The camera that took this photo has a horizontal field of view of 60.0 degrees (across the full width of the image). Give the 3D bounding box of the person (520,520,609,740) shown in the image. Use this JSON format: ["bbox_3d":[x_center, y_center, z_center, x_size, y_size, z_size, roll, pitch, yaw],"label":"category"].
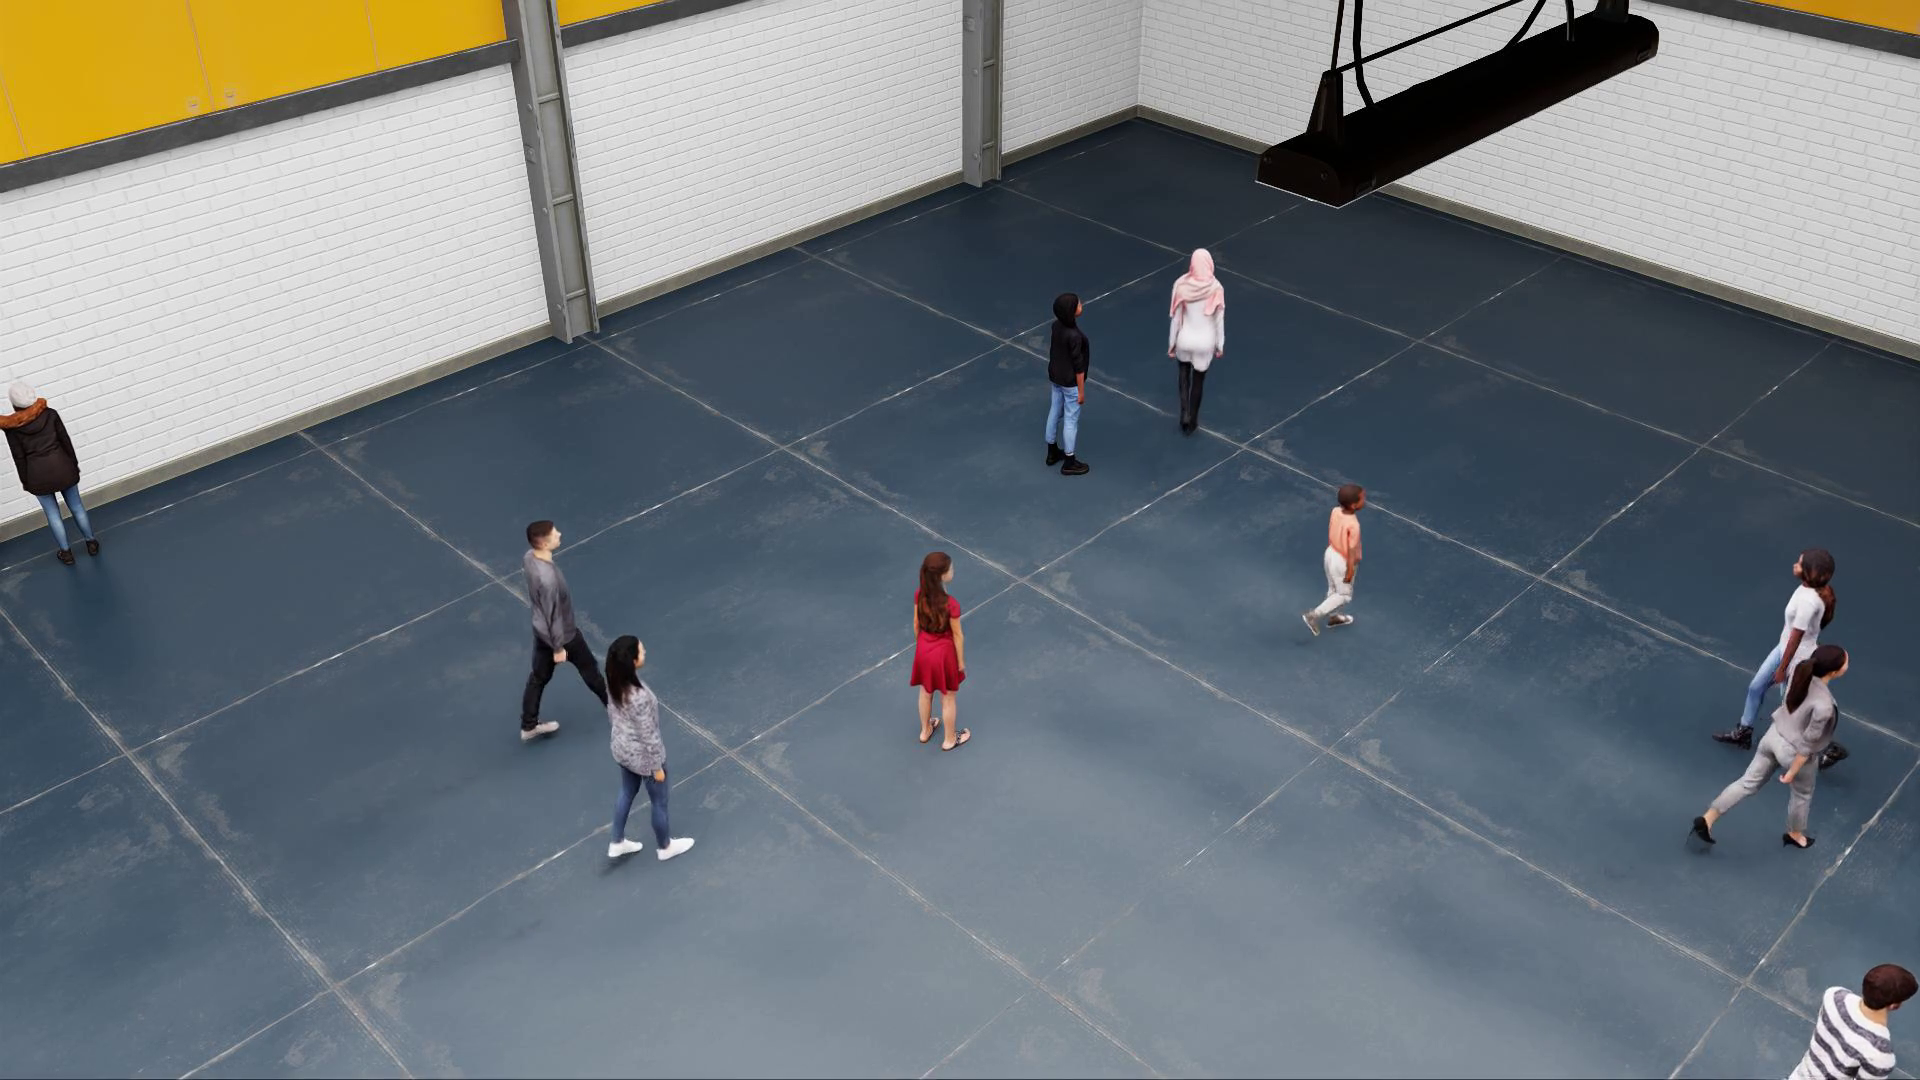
[{"bbox_3d":[-2.858,0.656,11.429,1.162,1.713,0.749,-22,39,-29],"label":"person"}]

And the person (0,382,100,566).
[{"bbox_3d":[-7.293,-0.552,13.319,0.565,1.632,0.699,-25,41,-33],"label":"person"}]

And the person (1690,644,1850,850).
[{"bbox_3d":[5.125,1.339,10.466,1.154,1.641,1.016,-4,34,-6],"label":"person"}]

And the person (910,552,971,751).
[{"bbox_3d":[-0.155,0.764,11.413,0.606,1.551,0.663,18,38,25],"label":"person"}]

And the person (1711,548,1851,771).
[{"bbox_3d":[5.679,0.836,11.173,0.913,1.696,1.078,13,36,19],"label":"person"}]

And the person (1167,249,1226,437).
[{"bbox_3d":[2.101,-1.724,14.940,0.777,1.790,0.809,8,34,11],"label":"person"}]

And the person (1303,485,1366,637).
[{"bbox_3d":[2.826,0.163,12.546,0.797,1.299,0.652,-12,35,-17],"label":"person"}]

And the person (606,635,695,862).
[{"bbox_3d":[-2.053,1.318,10.405,0.746,1.744,0.636,-26,42,-34],"label":"person"}]

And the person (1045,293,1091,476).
[{"bbox_3d":[0.926,-1.368,14.485,0.587,1.702,0.600,-21,39,-28],"label":"person"}]

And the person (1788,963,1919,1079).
[{"bbox_3d":[4.167,2.763,8.179,1.282,1.801,1.084,-7,34,-10],"label":"person"}]
